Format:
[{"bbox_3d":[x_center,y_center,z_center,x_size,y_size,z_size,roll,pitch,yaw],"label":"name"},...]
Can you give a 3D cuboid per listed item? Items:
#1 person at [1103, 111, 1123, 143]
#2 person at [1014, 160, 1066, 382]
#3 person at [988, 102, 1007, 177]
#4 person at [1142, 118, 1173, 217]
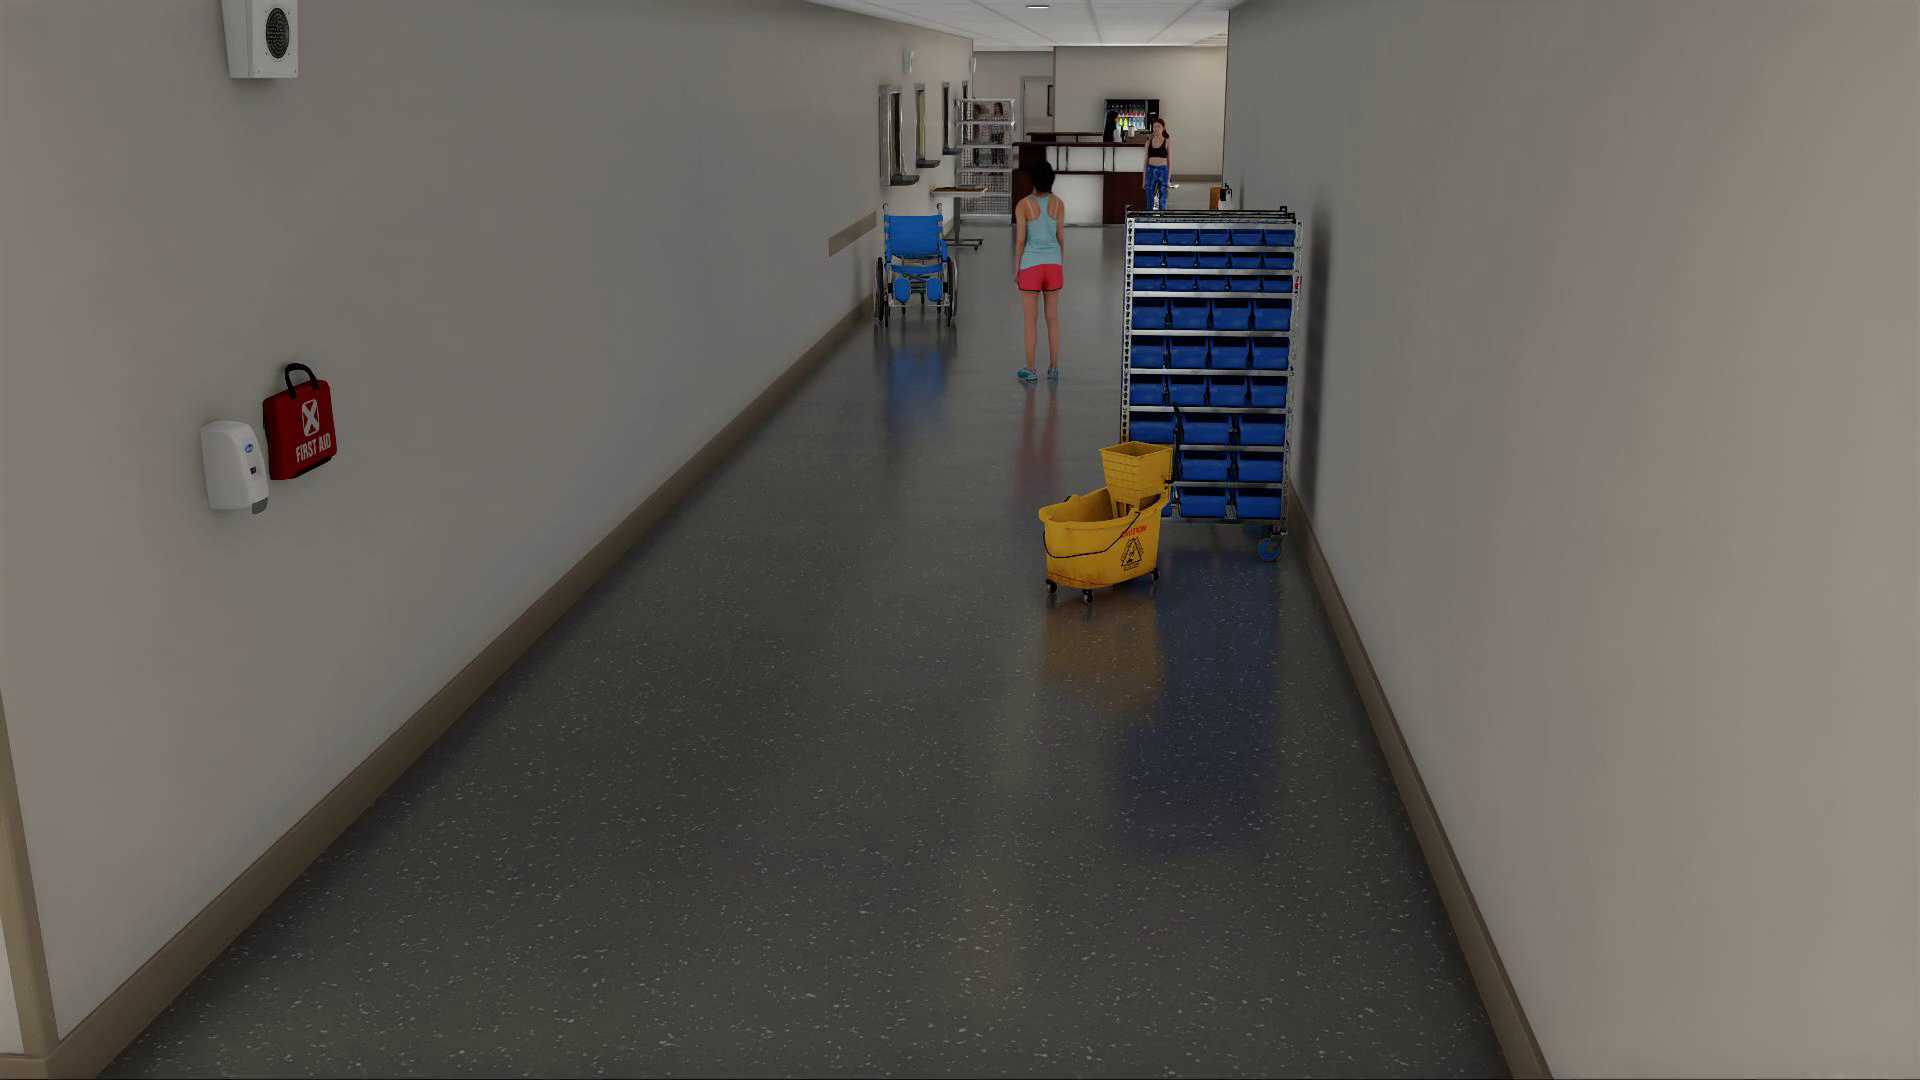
[{"bbox_3d":[2.534,-6.280,27.925,0.726,1.808,0.692,-10,19,-31],"label":"person"},{"bbox_3d":[0.651,-2.184,13.476,0.628,1.765,0.722,-4,16,-14],"label":"person"},{"bbox_3d":[0.907,-9.604,39.852,0.625,1.734,0.742,11,19,33],"label":"person"},{"bbox_3d":[2.871,-5.219,24.207,0.574,1.785,0.690,5,17,18],"label":"person"}]
